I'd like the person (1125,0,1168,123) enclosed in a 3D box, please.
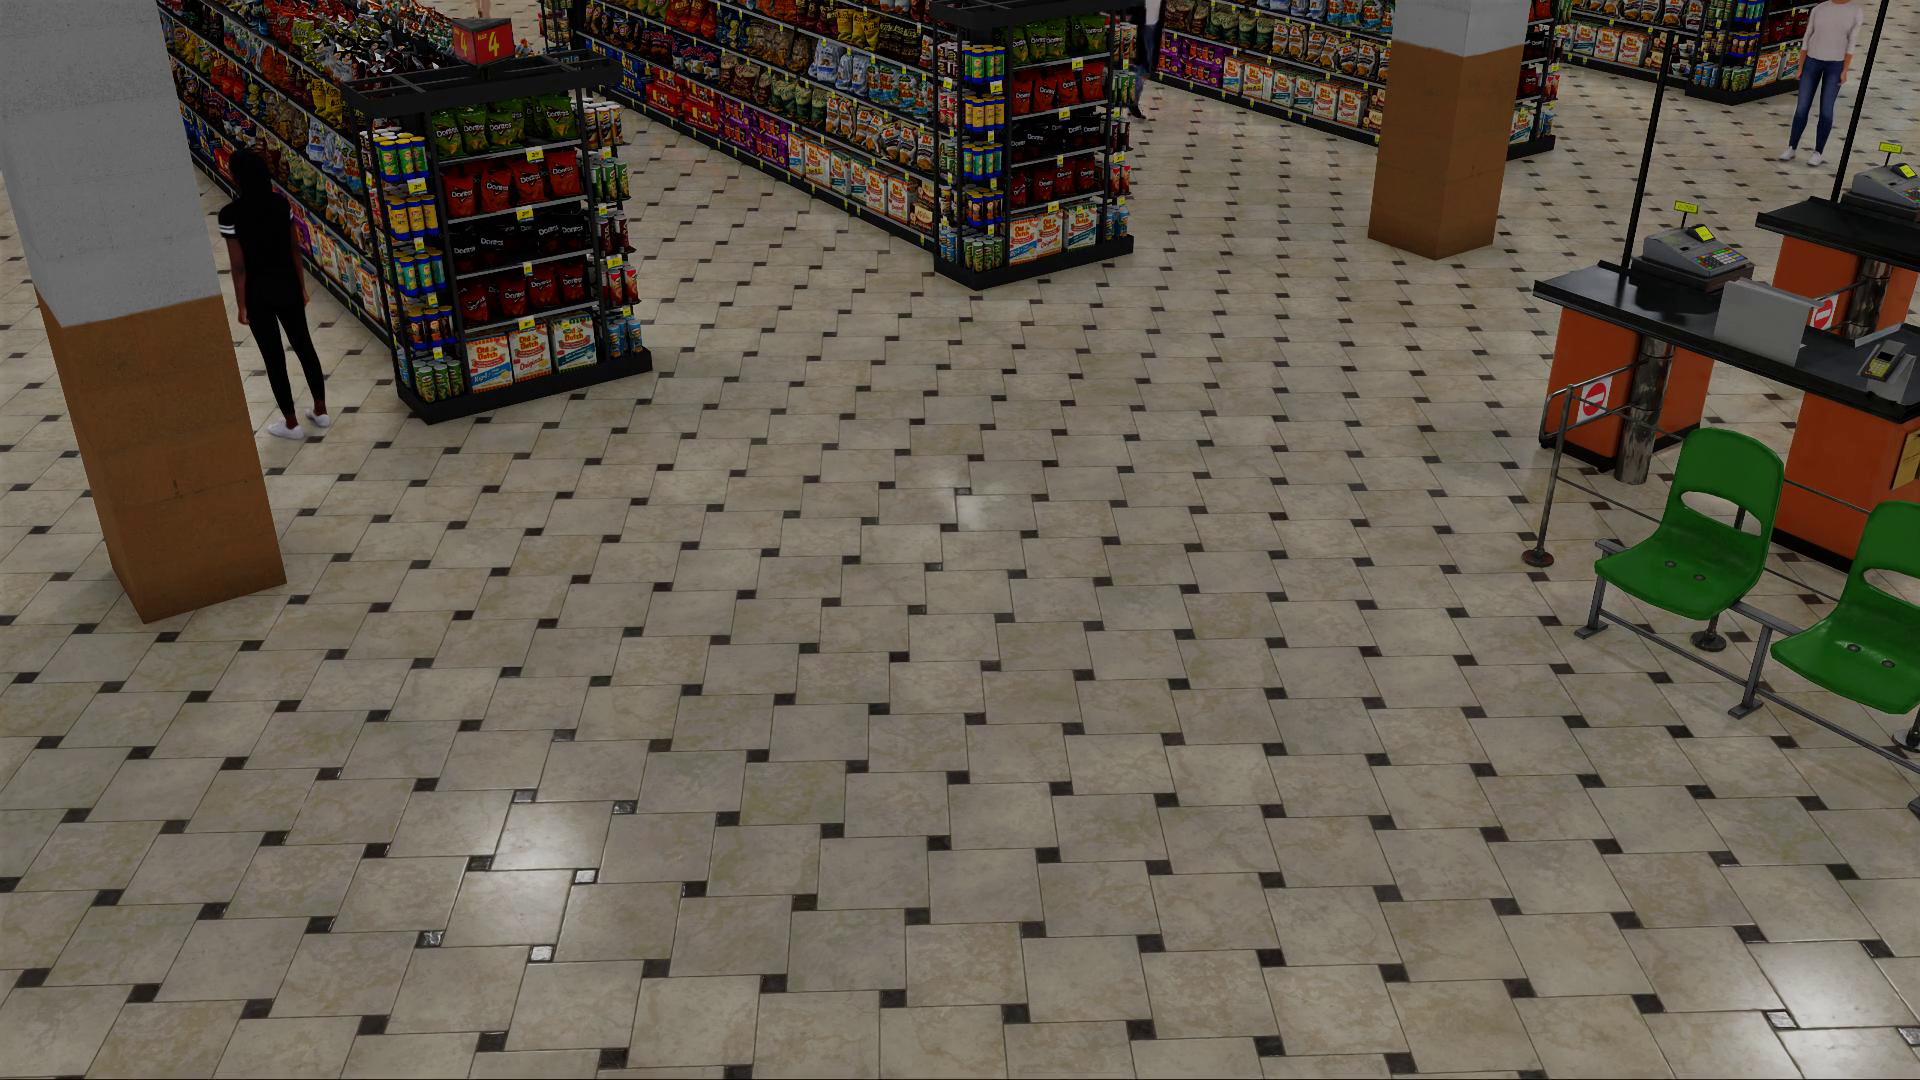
[{"bbox_3d":[1.723,-4.931,16.221,0.621,1.675,0.682,-20,34,-32],"label":"person"}]

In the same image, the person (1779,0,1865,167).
[{"bbox_3d":[7.744,-4.231,14.890,0.552,1.722,0.712,20,35,33],"label":"person"}]

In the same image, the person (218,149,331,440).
[{"bbox_3d":[-4.041,-1.440,9.770,0.646,1.729,0.671,20,34,32],"label":"person"}]
